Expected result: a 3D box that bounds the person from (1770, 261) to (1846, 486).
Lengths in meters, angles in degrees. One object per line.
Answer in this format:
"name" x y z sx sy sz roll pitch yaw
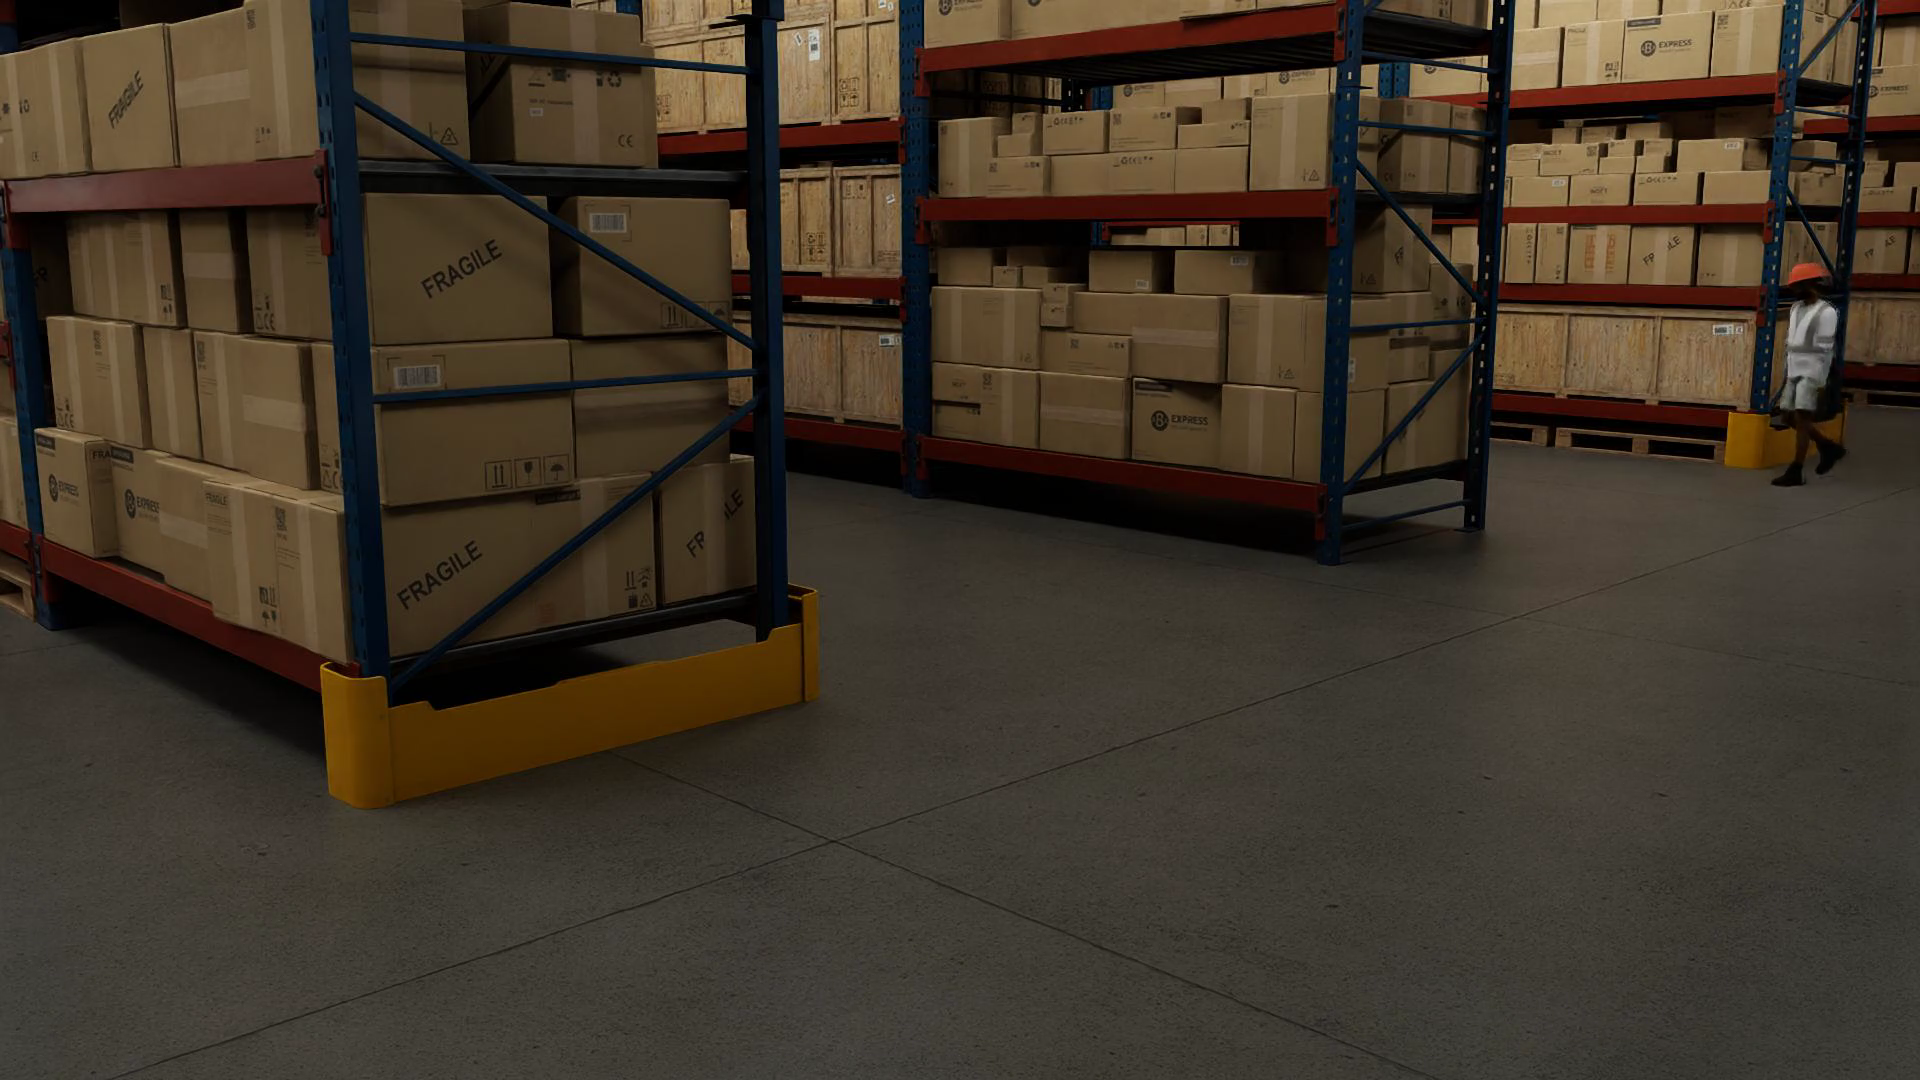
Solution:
"person" 7.286 -1.420 14.238 0.673 1.910 0.581 -1 10 -6
